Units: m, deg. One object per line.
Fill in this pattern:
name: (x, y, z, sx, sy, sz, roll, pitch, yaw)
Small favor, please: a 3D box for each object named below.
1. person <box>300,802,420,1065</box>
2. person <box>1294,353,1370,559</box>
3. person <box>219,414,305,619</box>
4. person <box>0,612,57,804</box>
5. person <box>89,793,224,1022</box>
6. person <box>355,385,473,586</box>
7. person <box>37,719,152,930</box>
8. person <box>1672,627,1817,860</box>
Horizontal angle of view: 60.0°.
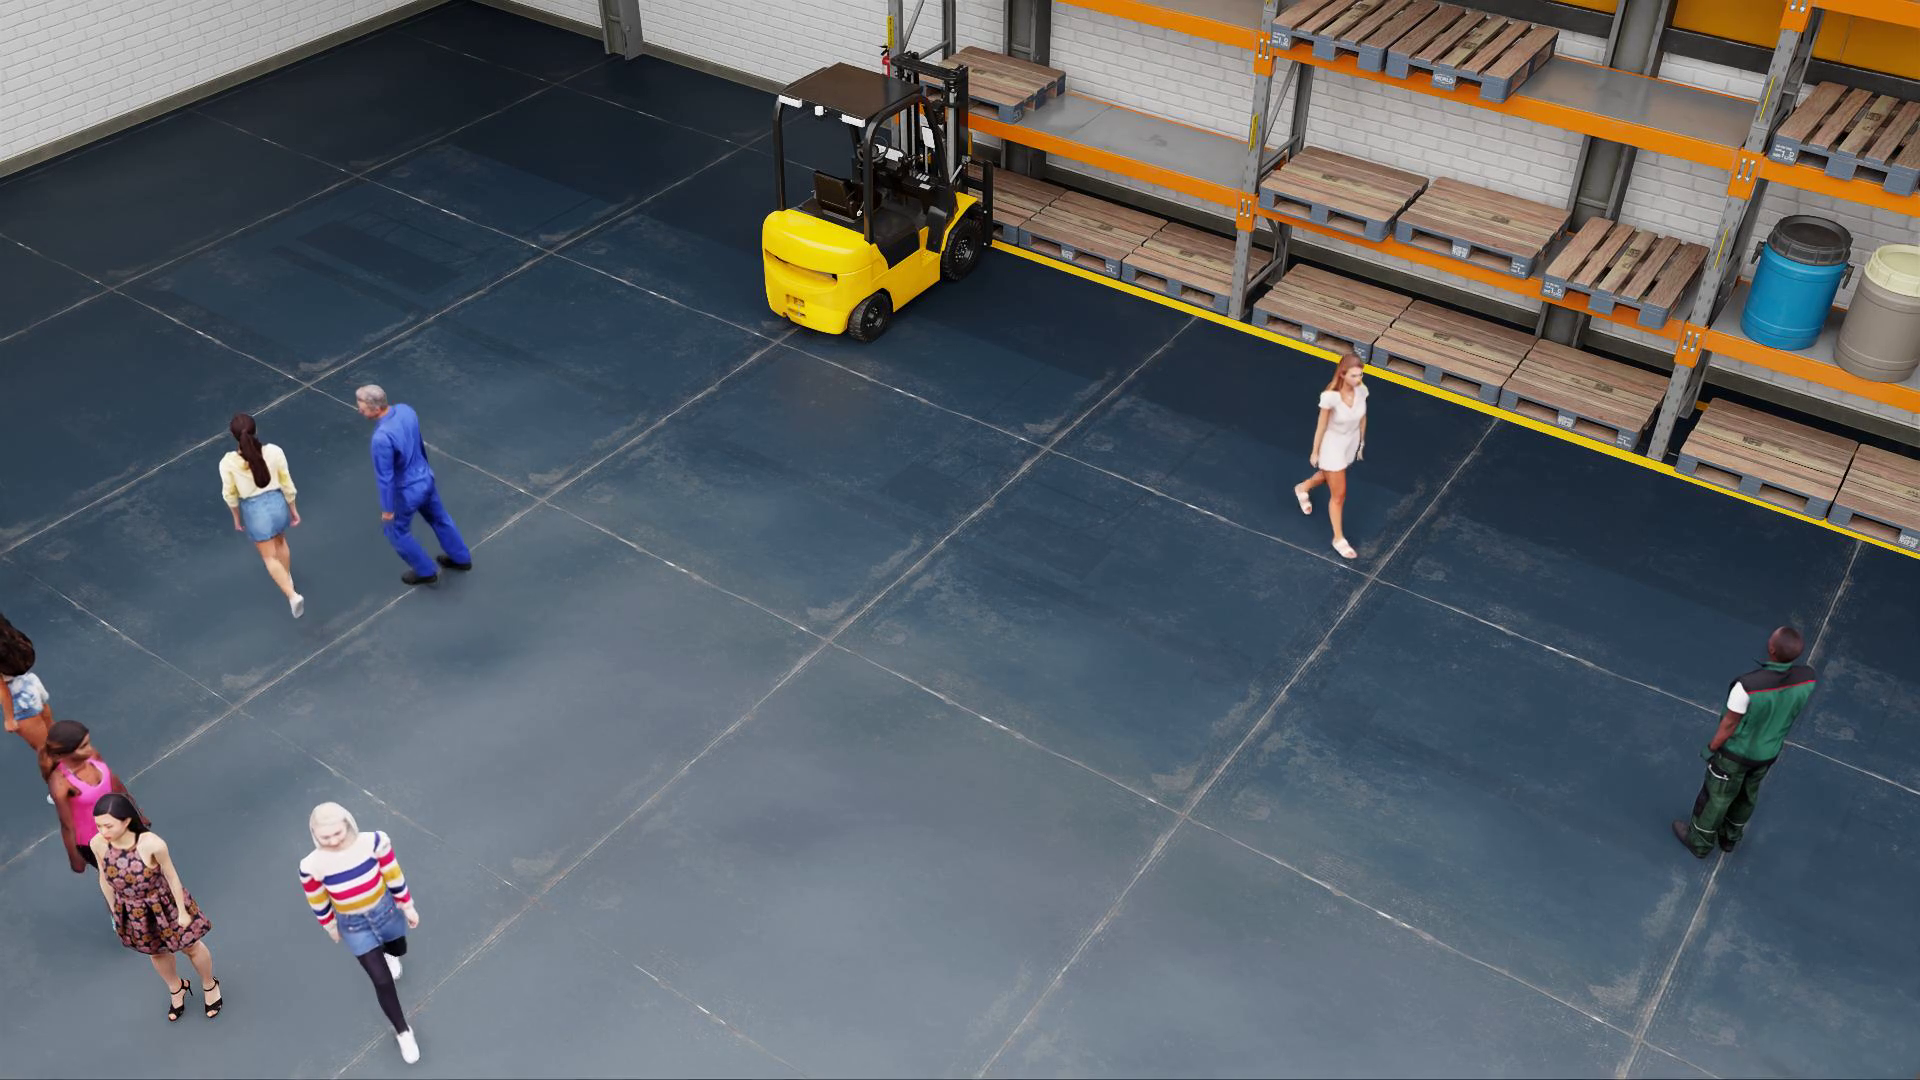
person: (-3.296, 2.046, 9.274, 0.934, 1.781, 1.192, -22, 43, -25)
person: (2.883, -0.747, 12.870, 0.957, 1.658, 1.179, -16, 41, -19)
person: (-5.056, -0.158, 12.175, 0.848, 1.607, 1.112, -25, 45, -28)
person: (-6.014, 1.037, 10.664, 0.727, 1.625, 0.659, -10, 40, -12)
person: (-4.487, 2.060, 9.262, 0.791, 1.775, 0.863, -1, 39, -2)
person: (-4.014, -0.366, 12.282, 0.882, 1.797, 0.901, 12, 40, 15)
person: (-5.132, 1.703, 9.765, 0.793, 1.705, 0.736, 6, 39, 7)
person: (4.843, 1.253, 10.221, 0.781, 1.839, 0.833, -8, 39, -9)
